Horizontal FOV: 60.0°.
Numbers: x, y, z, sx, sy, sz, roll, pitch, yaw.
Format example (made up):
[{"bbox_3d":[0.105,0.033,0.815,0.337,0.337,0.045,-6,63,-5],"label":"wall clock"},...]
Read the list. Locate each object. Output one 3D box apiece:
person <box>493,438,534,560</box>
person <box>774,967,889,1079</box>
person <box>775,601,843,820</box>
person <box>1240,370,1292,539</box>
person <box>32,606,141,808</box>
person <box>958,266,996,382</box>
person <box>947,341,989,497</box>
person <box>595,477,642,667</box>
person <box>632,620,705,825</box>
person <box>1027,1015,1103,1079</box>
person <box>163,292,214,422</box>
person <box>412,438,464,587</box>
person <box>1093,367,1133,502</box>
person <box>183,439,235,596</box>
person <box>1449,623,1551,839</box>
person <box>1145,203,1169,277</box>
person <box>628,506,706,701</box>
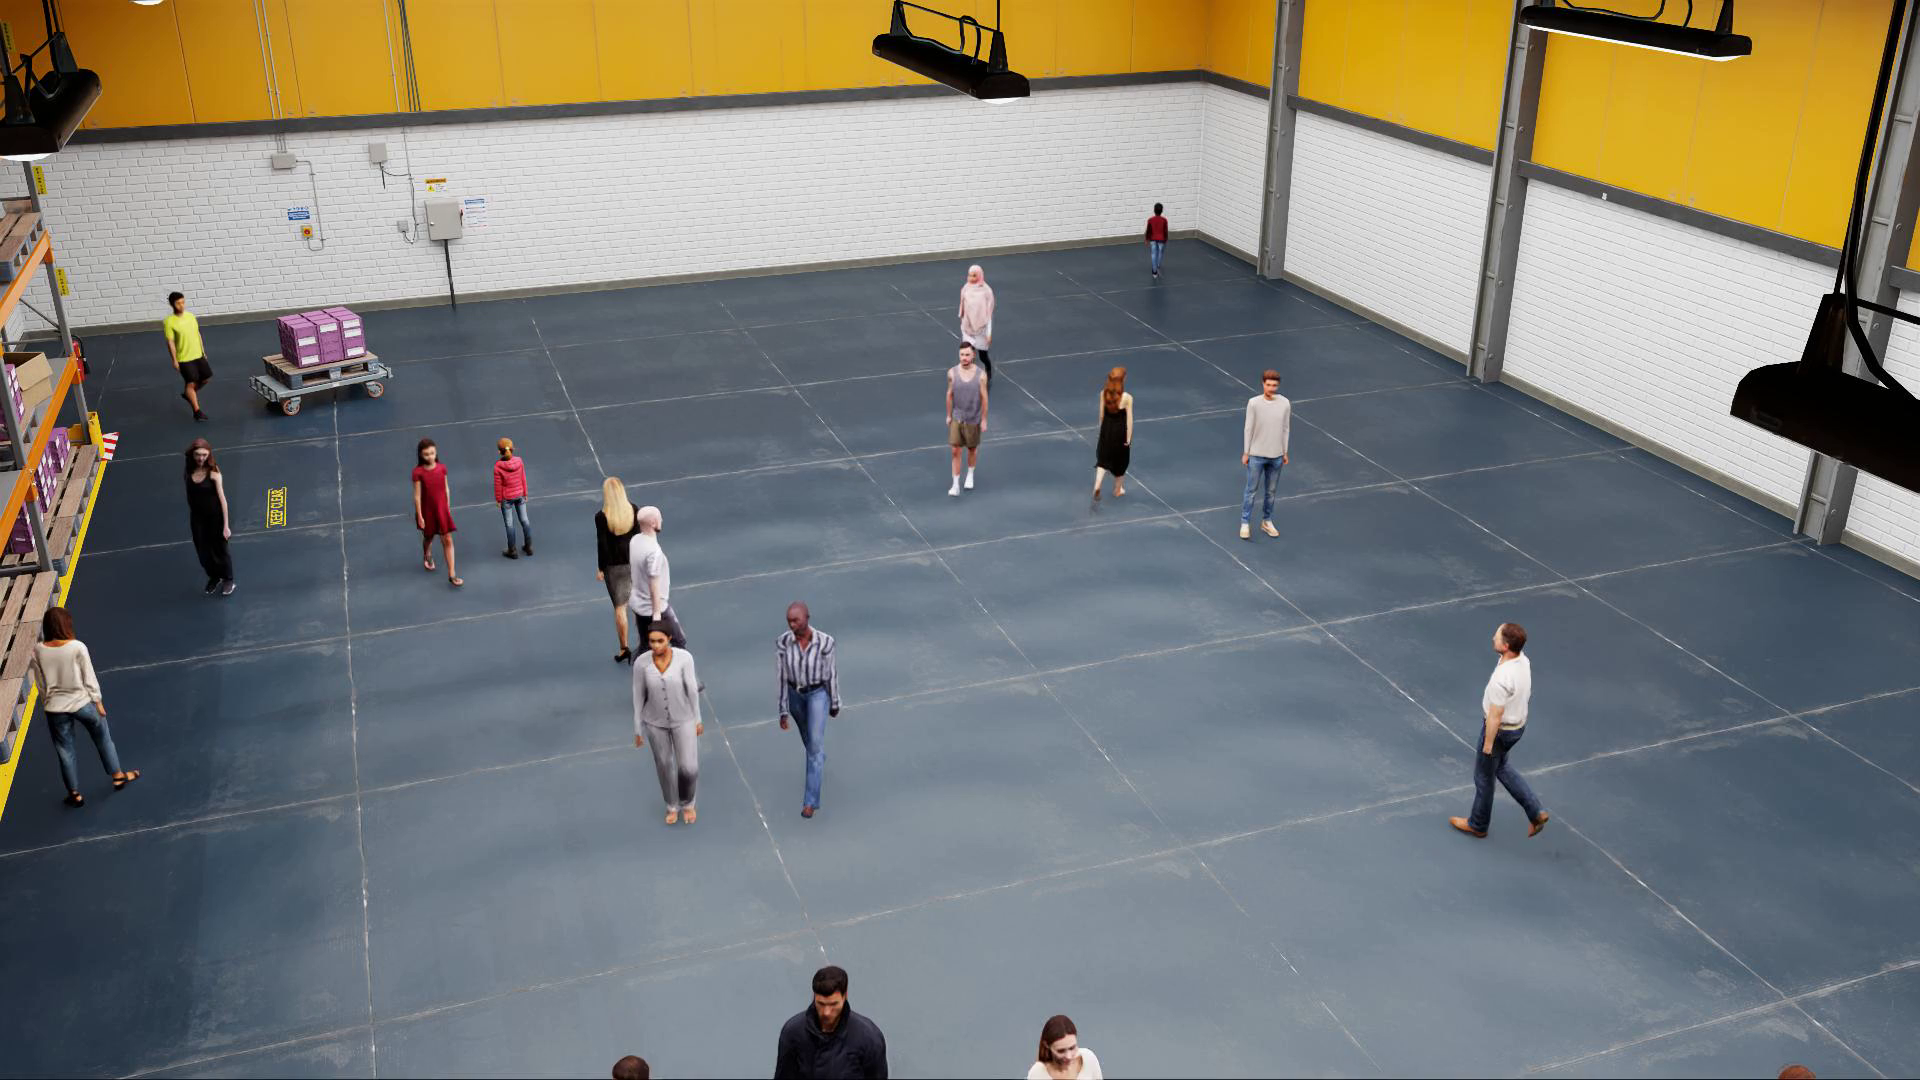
[{"bbox_3d":[-4.736,-0.450,17.622,0.562,1.314,0.566,-18,29,-35],"label":"person"},{"bbox_3d":[-0.676,3.051,8.847,0.876,1.927,0.841,2,24,4],"label":"person"},{"bbox_3d":[-1.214,1.259,13.193,1.004,1.729,1.314,1,24,3],"label":"person"},{"bbox_3d":[3.309,-0.946,18.022,0.714,1.902,0.655,-3,24,-6],"label":"person"},{"bbox_3d":[-7.021,1.331,13.106,0.794,1.668,0.807,-4,24,-8],"label":"person"},{"bbox_3d":[0.248,-2.832,22.484,1.008,1.785,1.121,8,25,17],"label":"person"},{"bbox_3d":[0.092,-1.457,19.313,0.915,1.825,1.091,3,24,7],"label":"person"},{"bbox_3d":[-3.107,0.275,15.302,0.675,1.843,0.664,-20,30,-38],"label":"person"},{"bbox_3d":[-2.254,1.368,12.949,0.746,1.725,0.725,-1,24,-3],"label":"person"},{"bbox_3d":[0.520,3.188,8.854,0.709,1.671,1.095,-12,26,-25],"label":"person"},{"bbox_3d":[-10.081,-2.403,21.615,0.942,1.695,0.880,11,26,24],"label":"person"},{"bbox_3d":[-5.432,-0.326,17.080,0.755,1.521,1.120,-16,28,-32],"label":"person"},{"bbox_3d":[1.714,-1.173,18.913,0.918,1.604,0.971,11,26,24],"label":"person"},{"bbox_3d":[-7.491,-0.231,16.633,0.714,1.704,0.739,6,24,12],"label":"person"},{"bbox_3d":[4.174,1.484,12.540,1.094,1.841,0.940,20,30,38],"label":"person"},{"bbox_3d":[3.364,-5.093,28.363,0.725,1.219,0.941,1,24,2],"label":"person"},{"bbox_3d":[-2.804,0.600,14.602,0.845,1.809,0.870,-13,27,-26],"label":"person"}]
